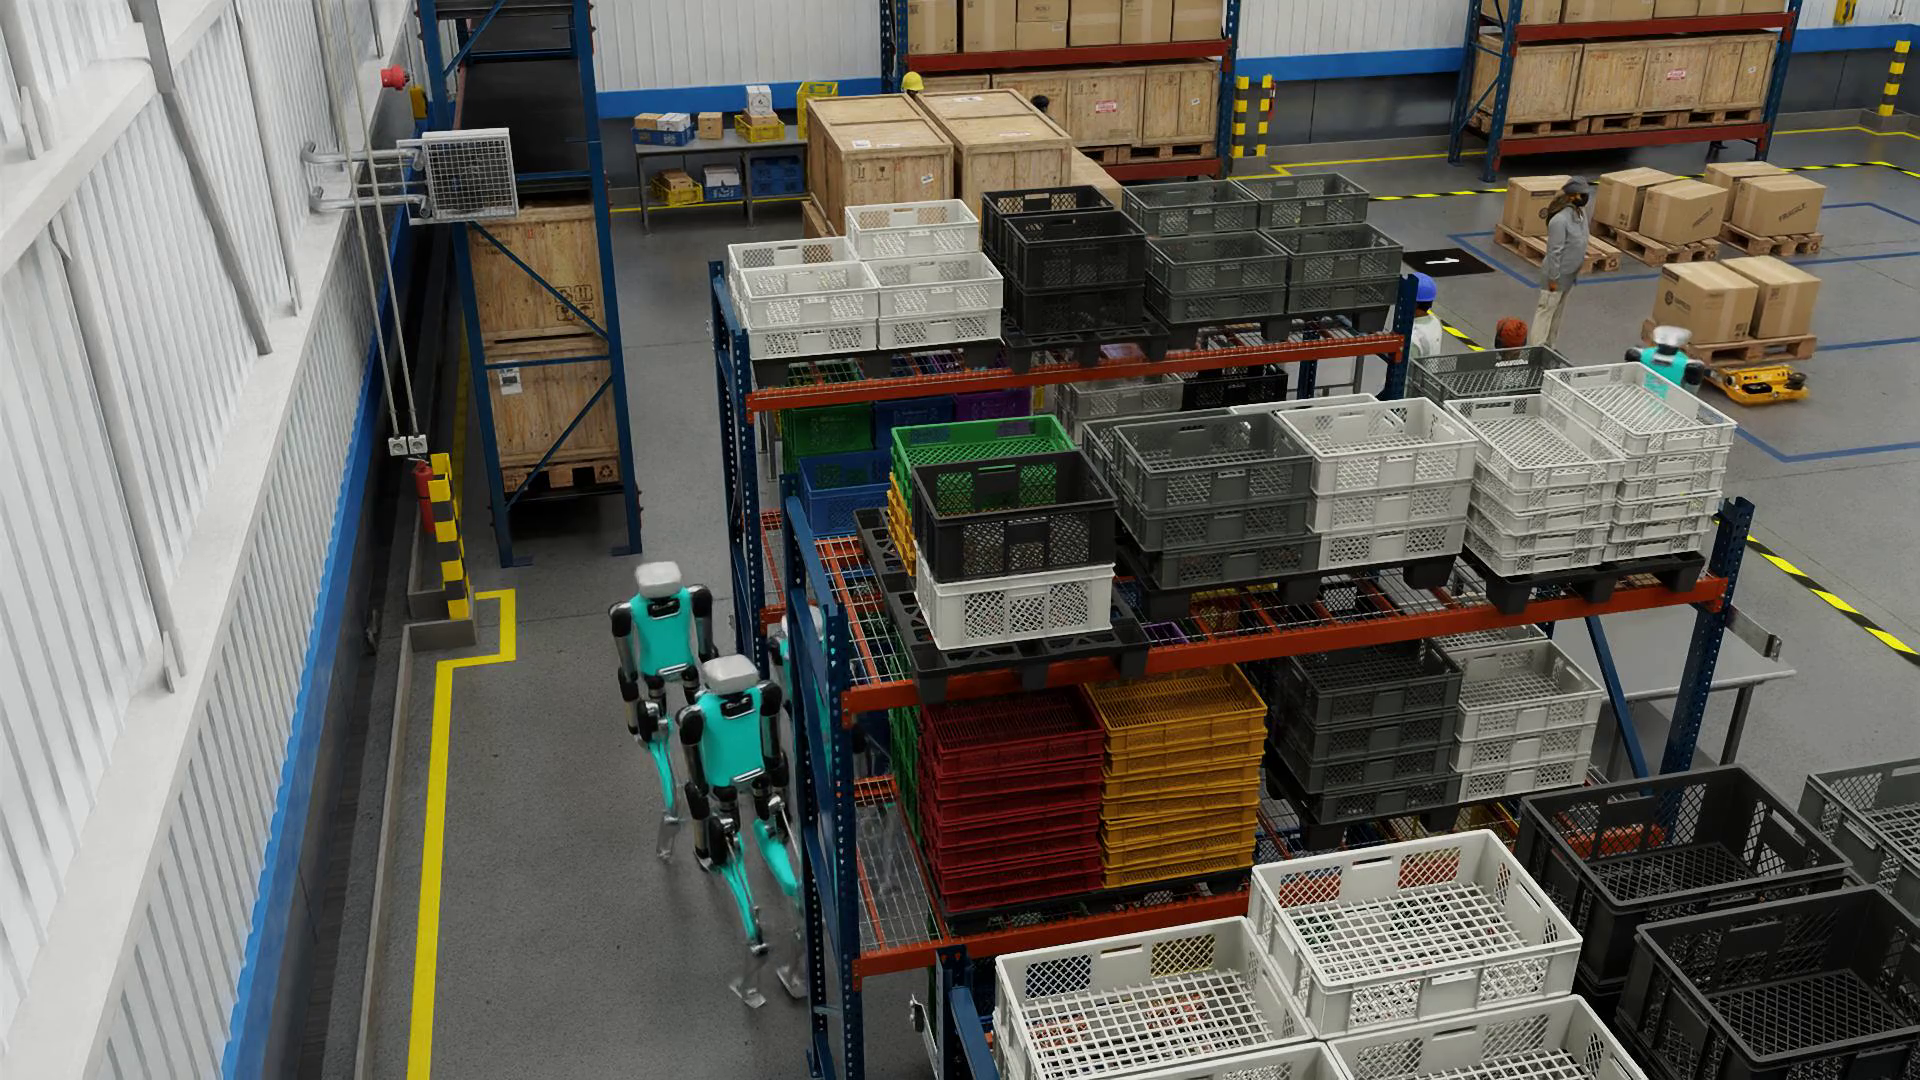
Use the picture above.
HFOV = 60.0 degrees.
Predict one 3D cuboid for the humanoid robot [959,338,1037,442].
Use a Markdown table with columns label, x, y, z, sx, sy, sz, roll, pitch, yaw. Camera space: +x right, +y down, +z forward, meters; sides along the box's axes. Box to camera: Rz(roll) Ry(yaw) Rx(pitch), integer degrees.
| label | x | y | z | sx | sy | sz | roll | pitch | yaw |
| --- | --- | --- | --- | --- | --- | --- | --- | --- | --- |
| humanoid robot | 0.294 | -0.500 | 11.322 | 0.531 | 1.693 | 0.742 | -4 | 28 | -7 |

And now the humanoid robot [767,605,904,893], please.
| label | x | y | z | sx | sy | sz | roll | pitch | yaw |
| --- | --- | --- | --- | --- | --- | --- | --- | --- | --- |
| humanoid robot | -0.534 | 1.055 | 8.480 | 0.535 | 1.786 | 0.786 | 23 | 36 | 37 |

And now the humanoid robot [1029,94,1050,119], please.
| label | x | y | z | sx | sy | sz | roll | pitch | yaw |
| --- | --- | --- | --- | --- | --- | --- | --- | --- | --- |
| humanoid robot | 0.883 | -4.086 | 18.311 | 0.462 | 1.643 | 0.588 | 13 | 30 | 23 |

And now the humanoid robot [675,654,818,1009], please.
| label | x | y | z | sx | sy | sz | roll | pitch | yaw |
| --- | --- | --- | --- | --- | --- | --- | --- | --- | --- |
| humanoid robot | -0.888 | 1.435 | 7.731 | 0.560 | 1.746 | 0.845 | -21 | 34 | -34 |

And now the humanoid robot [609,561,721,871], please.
| label | x | y | z | sx | sy | sz | roll | pitch | yaw |
| --- | --- | --- | --- | --- | --- | --- | --- | --- | --- |
| humanoid robot | -1.420 | 0.998 | 8.568 | 0.543 | 1.778 | 0.676 | -12 | 30 | -21 |

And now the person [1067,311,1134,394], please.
| label | x | y | z | sx | sy | sz | roll | pitch | yaw |
| --- | --- | --- | --- | --- | --- | --- | --- | --- | --- |
| person | 1.106 | -1.444 | 12.921 | 0.632 | 2.015 | 0.496 | 18 | 33 | 30 |

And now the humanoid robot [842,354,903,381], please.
| label | x | y | z | sx | sy | sz | roll | pitch | yaw |
| --- | --- | --- | --- | --- | --- | --- | --- | --- | --- |
| humanoid robot | -0.642 | -1.011 | 12.468 | 0.613 | 1.660 | 0.398 | 12 | 30 | 21 |

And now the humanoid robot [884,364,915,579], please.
| label | x | y | z | sx | sy | sz | roll | pitch | yaw |
| --- | --- | --- | --- | --- | --- | --- | --- | --- | --- |
| humanoid robot | -0.424 | -0.442 | 11.374 | 0.382 | 1.653 | 0.589 | -20 | 34 | -33 |

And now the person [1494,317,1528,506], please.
| label | x | y | z | sx | sy | sz | roll | pitch | yaw |
| --- | --- | --- | --- | --- | --- | --- | --- | --- | --- |
| person | 3.706 | -0.643 | 11.542 | 0.584 | 1.878 | 0.364 | -12 | 30 | -21 |

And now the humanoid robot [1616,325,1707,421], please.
| label | x | y | z | sx | sy | sz | roll | pitch | yaw |
| --- | --- | --- | --- | --- | --- | --- | --- | --- | --- |
| humanoid robot | 5.044 | -0.788 | 12.031 | 0.538 | 1.782 | 1.040 | 17 | 32 | 29 |

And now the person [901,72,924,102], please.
| label | x | y | z | sx | sy | sz | roll | pitch | yaw |
| --- | --- | --- | --- | --- | --- | --- | --- | --- | --- |
| person | -0.517 | -4.280 | 18.489 | 0.600 | 1.830 | 0.404 | -22 | 35 | -35 |

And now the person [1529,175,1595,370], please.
| label | x | y | z | sx | sy | sz | roll | pitch | yaw |
| --- | --- | --- | --- | --- | --- | --- | --- | --- | --- |
| person | 5.409 | -2.415 | 15.018 | 0.400 | 1.769 | 0.563 | 21 | 34 | 34 |

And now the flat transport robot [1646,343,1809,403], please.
| label | x | y | z | sx | sy | sz | roll | pitch | yaw |
| --- | --- | --- | --- | --- | --- | --- | --- | --- | --- |
| flat transport robot | 6.952 | -1.624 | 15.098 | 0.652 | 0.197 | 1.431 | -6 | 28 | -12 |

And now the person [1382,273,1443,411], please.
| label | x | y | z | sx | sy | sz | roll | pitch | yaw |
| --- | --- | --- | --- | --- | --- | --- | --- | --- | --- |
| person | 3.265 | -1.010 | 12.162 | 0.386 | 1.946 | 0.613 | 15 | 31 | 26 |
